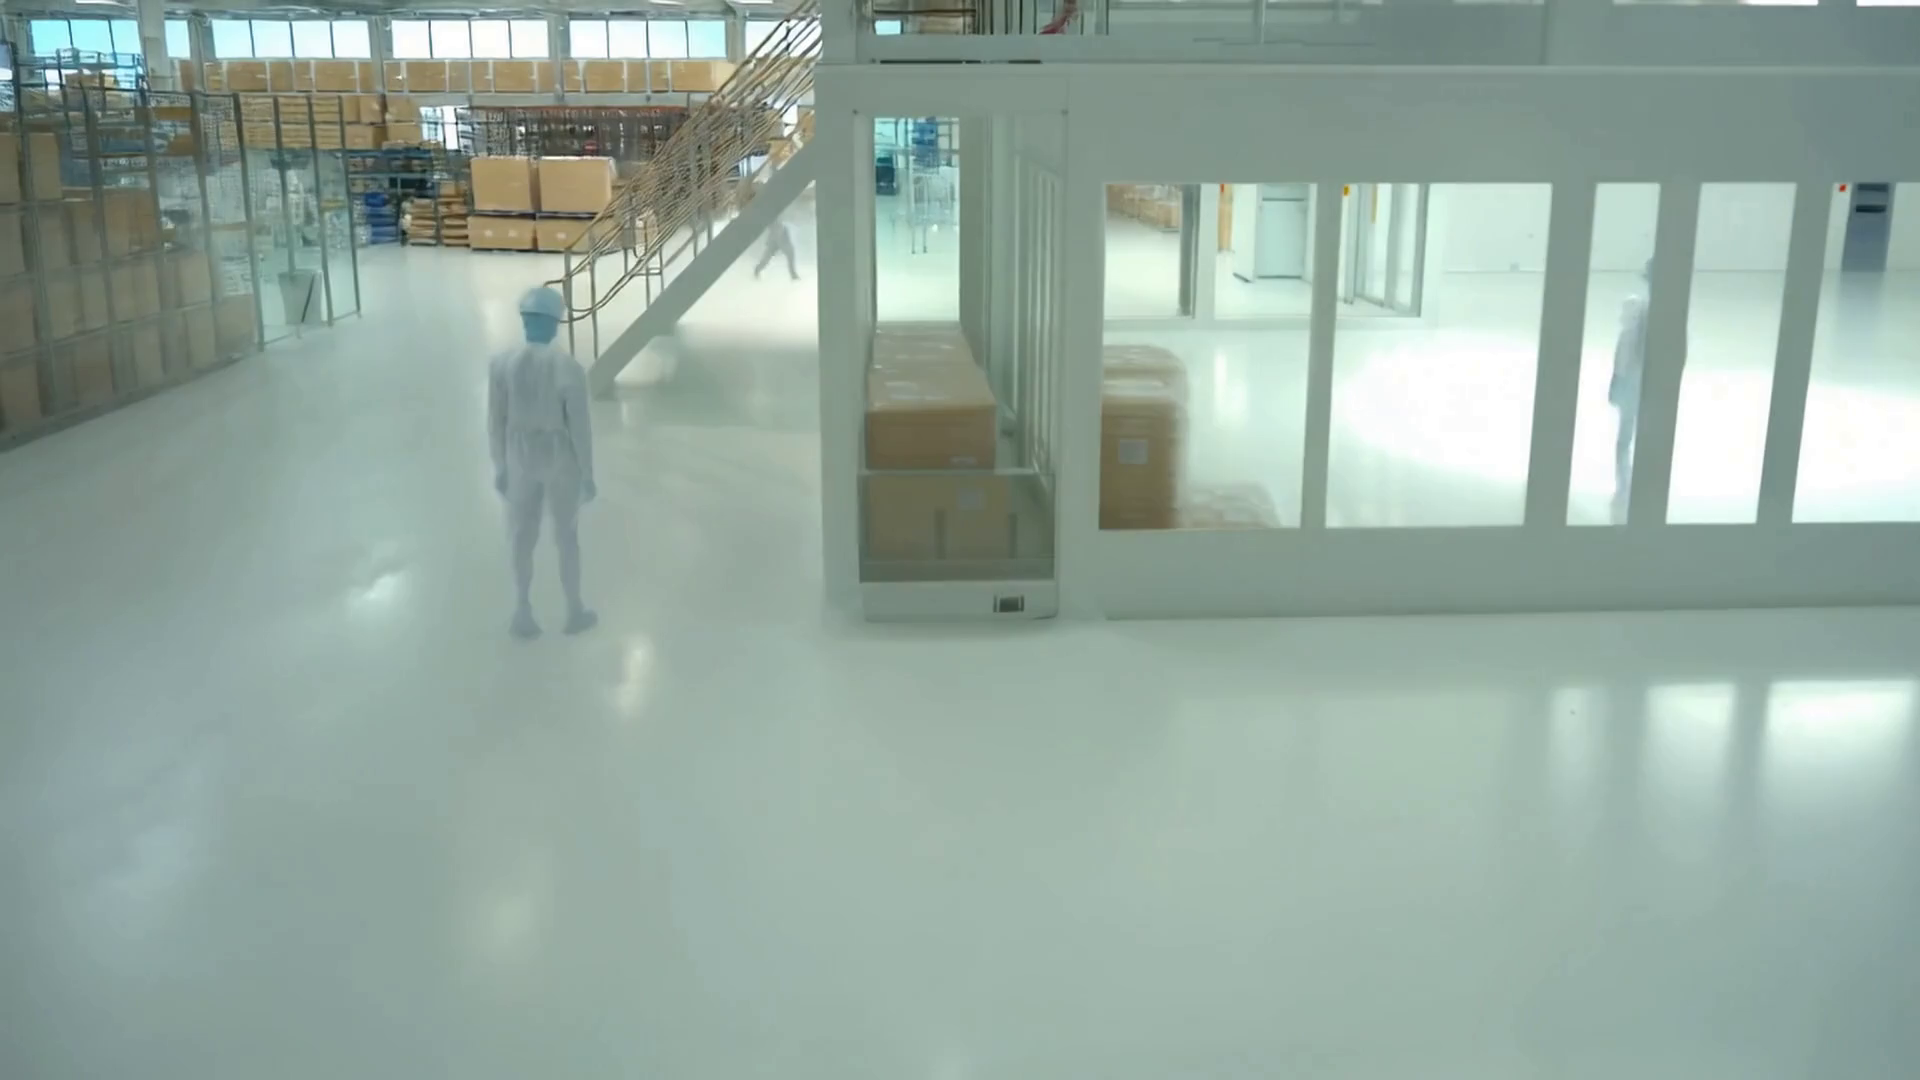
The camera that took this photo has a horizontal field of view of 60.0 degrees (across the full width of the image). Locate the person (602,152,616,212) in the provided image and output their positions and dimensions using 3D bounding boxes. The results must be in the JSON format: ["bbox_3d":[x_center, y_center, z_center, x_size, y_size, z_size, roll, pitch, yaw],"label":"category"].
[{"bbox_3d":[-11.085,-11.274,52.408,0.426,1.883,0.663,2,14,6],"label":"person"}]

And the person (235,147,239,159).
[{"bbox_3d":[-32.074,-16.622,74.116,0.875,1.728,0.546,1,14,2],"label":"person"}]

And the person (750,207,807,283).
[{"bbox_3d":[-3.207,-5.427,29.057,0.939,1.890,0.598,2,14,10],"label":"person"}]

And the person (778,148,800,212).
[{"bbox_3d":[-5.365,-11.163,51.712,0.778,2.015,0.610,7,16,26],"label":"person"}]

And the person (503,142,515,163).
[{"bbox_3d":[-23.727,-19.975,87.358,0.618,1.795,0.855,-3,14,-12],"label":"person"}]

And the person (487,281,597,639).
[{"bbox_3d":[-2.243,-0.420,8.954,0.554,1.940,0.443,2,14,9],"label":"person"}]

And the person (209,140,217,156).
[{"bbox_3d":[-40.413,-20.661,89.861,0.704,1.916,0.491,1,14,4],"label":"person"}]

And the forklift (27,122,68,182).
[{"bbox_3d":[-35.376,-14.773,64.377,1.129,2.768,1.873,-1,14,-2],"label":"forklift"}]

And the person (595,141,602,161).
[{"bbox_3d":[-18.028,-19.076,83.374,0.396,1.992,0.623,10,17,34],"label":"person"}]

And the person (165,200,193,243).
[{"bbox_3d":[-10.776,-3.820,22.961,0.512,1.708,0.790,13,19,41],"label":"person"}]

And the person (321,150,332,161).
[{"bbox_3d":[-22.990,-13.216,60.291,0.587,1.828,0.404,-3,14,-11],"label":"person"}]
